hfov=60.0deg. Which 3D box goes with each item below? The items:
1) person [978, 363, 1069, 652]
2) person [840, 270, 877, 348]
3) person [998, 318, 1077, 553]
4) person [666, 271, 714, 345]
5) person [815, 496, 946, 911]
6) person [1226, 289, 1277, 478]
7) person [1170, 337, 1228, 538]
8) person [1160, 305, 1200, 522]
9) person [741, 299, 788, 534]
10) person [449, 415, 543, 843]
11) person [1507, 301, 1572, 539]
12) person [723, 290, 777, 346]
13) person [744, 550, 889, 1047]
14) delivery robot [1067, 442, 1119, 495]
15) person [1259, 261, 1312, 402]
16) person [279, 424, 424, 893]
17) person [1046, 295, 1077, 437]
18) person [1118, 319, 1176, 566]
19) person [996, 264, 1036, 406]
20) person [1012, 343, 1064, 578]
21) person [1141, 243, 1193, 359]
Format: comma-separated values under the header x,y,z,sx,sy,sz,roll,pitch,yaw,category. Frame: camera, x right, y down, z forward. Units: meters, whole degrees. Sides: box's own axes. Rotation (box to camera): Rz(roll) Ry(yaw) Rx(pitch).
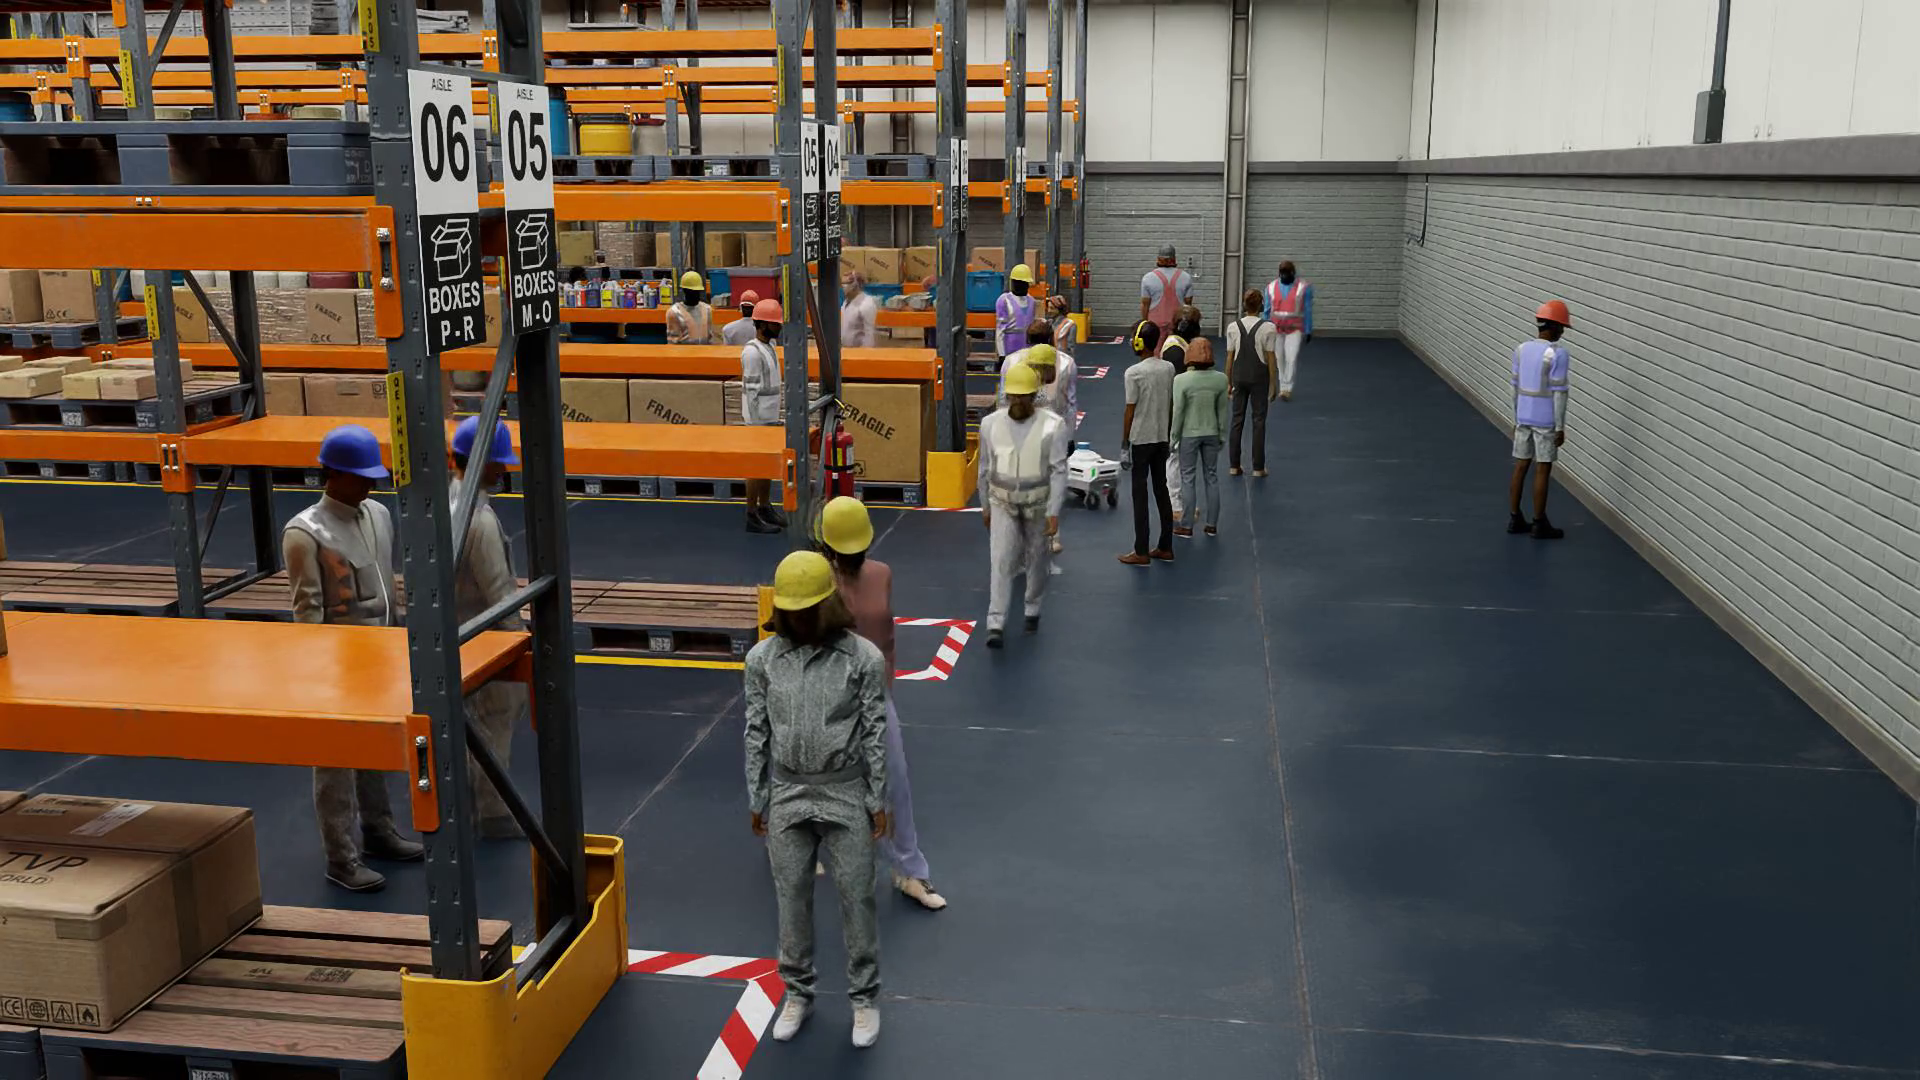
x,y,z,sx,sy,sz,roll,pitch,yaw,category
0.376,-0.205,10.374,0.593,1.776,0.958,2,13,10,person
-1.154,-2.045,18.458,0.435,1.892,0.649,-7,14,-30,person
0.606,-0.808,12.990,0.619,1.838,0.430,0,12,0,person
-2.848,-1.903,17.758,0.401,1.916,0.584,11,16,40,person
-0.470,0.633,6.792,0.541,1.709,0.866,-11,17,-42,person
2.833,-1.518,16.194,0.503,1.839,0.348,7,14,27,person
1.937,-0.831,13.550,0.509,1.632,0.267,-4,13,-18,person
1.906,-1.081,14.208,0.429,1.843,0.628,3,13,12,person
-1.594,-1.018,13.733,0.387,1.929,0.543,3,13,12,person
-2.077,0.400,7.324,0.471,1.922,0.613,-5,13,-21,person
4.731,-0.975,13.540,0.391,1.924,0.547,-6,14,-26,person
-2.168,-1.713,17.257,0.573,1.750,0.330,-1,13,-4,person
-0.486,0.875,5.628,0.494,1.732,0.324,1,13,6,person
1.099,-0.630,14.887,0.477,0.478,0.707,-9,15,-34,delivery robot
4.187,-2.697,21.586,0.662,1.801,0.904,6,14,25,person
-2.521,0.479,6.937,0.395,1.940,0.601,3,13,15,person
1.077,-1.851,18.165,0.312,1.632,0.526,-11,17,-41,person
1.418,-0.730,12.592,0.510,1.862,0.323,-10,16,-37,person
0.667,-2.189,19.044,0.589,1.918,0.393,-11,16,-40,person
0.540,-0.575,12.184,0.552,1.713,0.508,-12,17,-42,person
2.688,-2.875,21.851,0.683,2.000,0.538,-1,13,-5,person
